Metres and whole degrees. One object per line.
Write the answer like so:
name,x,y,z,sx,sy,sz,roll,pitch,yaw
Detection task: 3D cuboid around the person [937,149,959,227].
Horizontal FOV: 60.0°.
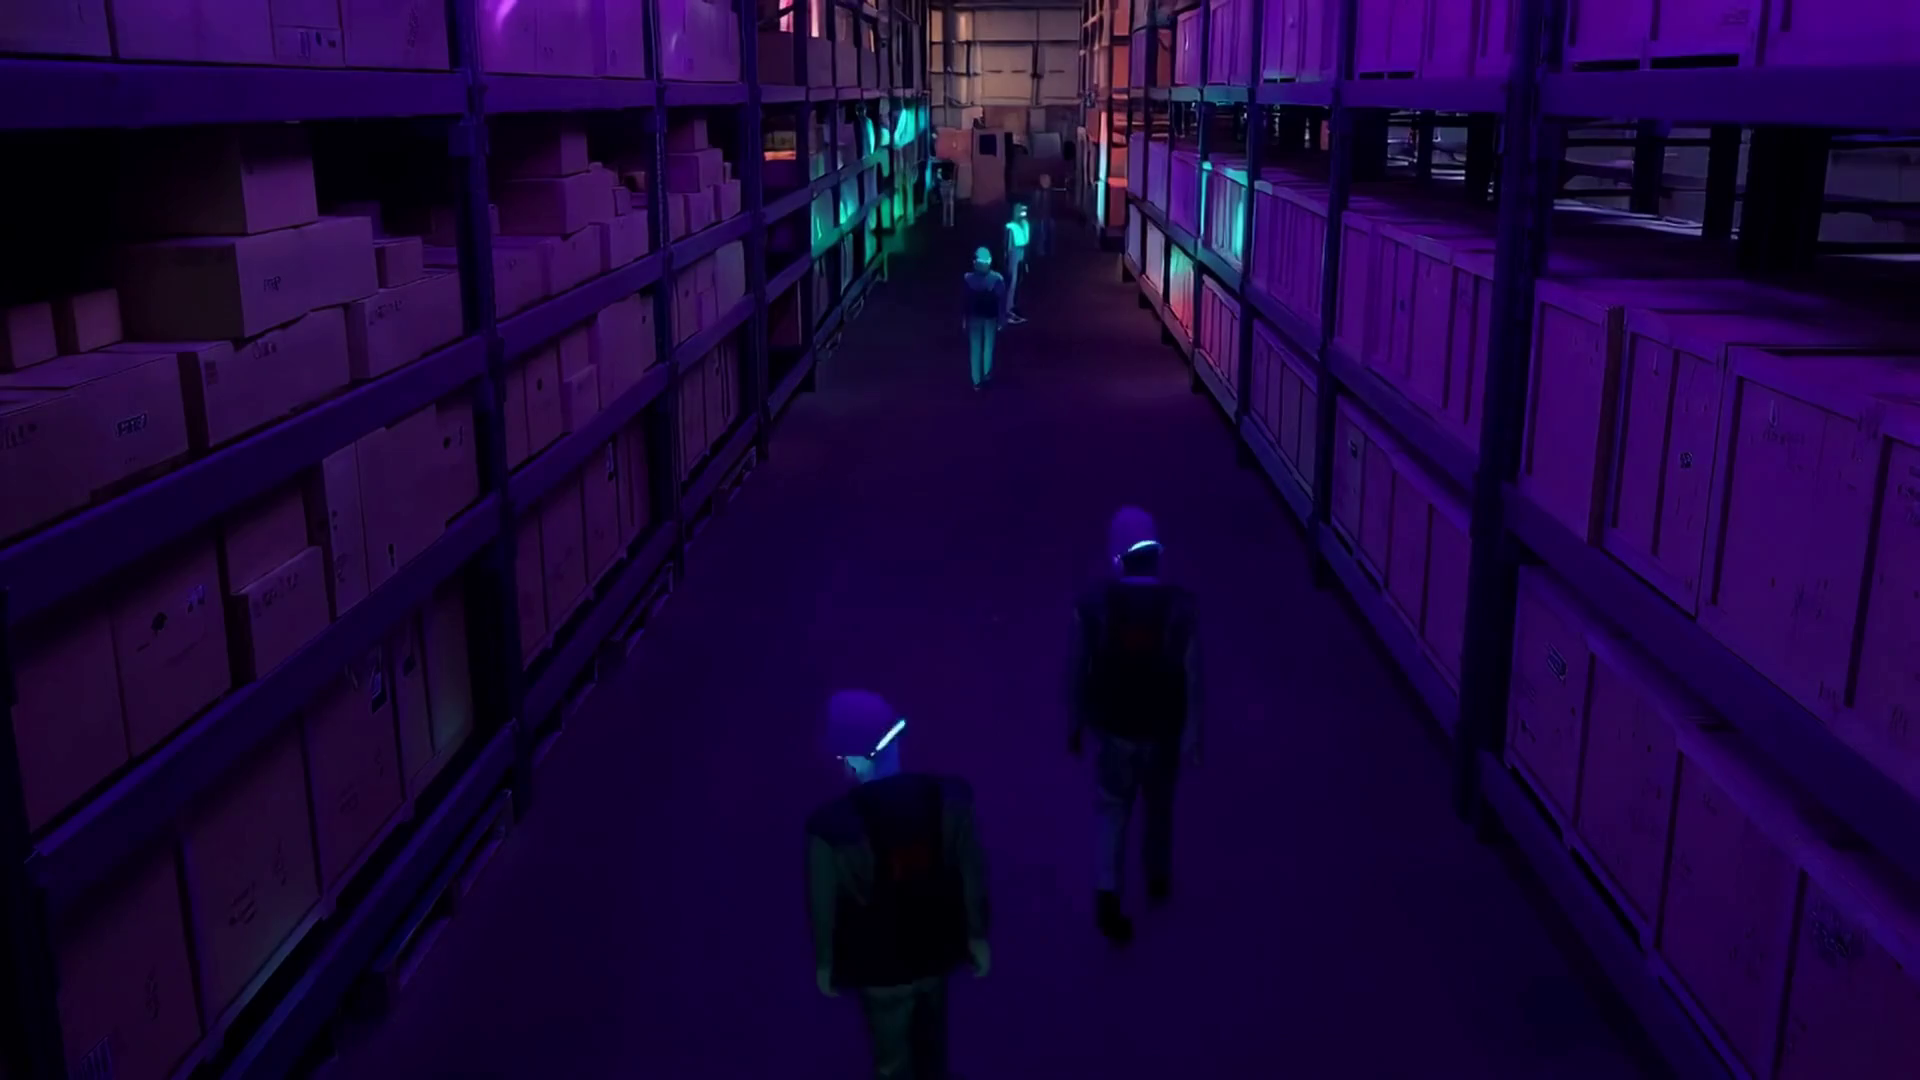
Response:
person,-0.333,-9.328,44.085,0.608,2.045,0.391,-6,16,-22

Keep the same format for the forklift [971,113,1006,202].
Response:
forklift,0.933,-12.502,54.307,1.129,2.768,1.873,0,15,2

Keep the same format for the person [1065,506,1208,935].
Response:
person,0.733,0.766,7.030,0.601,1.796,0.844,3,15,10

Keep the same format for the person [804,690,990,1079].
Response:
person,-0.191,1.281,5.243,0.596,1.714,0.478,-5,16,-16

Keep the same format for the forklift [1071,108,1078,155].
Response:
forklift,5.585,-18.477,76.538,1.129,2.768,1.873,-7,17,-24

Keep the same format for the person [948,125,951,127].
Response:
person,-0.530,-20.463,85.854,0.594,1.856,0.783,-3,15,-11

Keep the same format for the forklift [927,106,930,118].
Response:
forklift,-1.931,-21.332,87.160,1.129,2.768,1.873,0,15,2

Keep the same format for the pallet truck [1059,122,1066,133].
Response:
pallet truck,5.788,-21.111,88.014,1.885,1.965,0.823,5,16,18

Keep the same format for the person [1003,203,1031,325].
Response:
person,0.866,-4.253,25.584,0.374,1.841,0.569,8,17,26

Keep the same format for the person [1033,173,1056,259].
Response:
person,1.807,-6.897,35.452,0.480,1.823,0.661,4,15,13

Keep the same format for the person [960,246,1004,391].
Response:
person,0.271,-2.702,20.042,0.531,1.720,0.810,0,15,2

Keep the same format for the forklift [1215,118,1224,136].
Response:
forklift,6.583,-9.616,43.570,1.873,2.768,1.129,-2,15,-7
